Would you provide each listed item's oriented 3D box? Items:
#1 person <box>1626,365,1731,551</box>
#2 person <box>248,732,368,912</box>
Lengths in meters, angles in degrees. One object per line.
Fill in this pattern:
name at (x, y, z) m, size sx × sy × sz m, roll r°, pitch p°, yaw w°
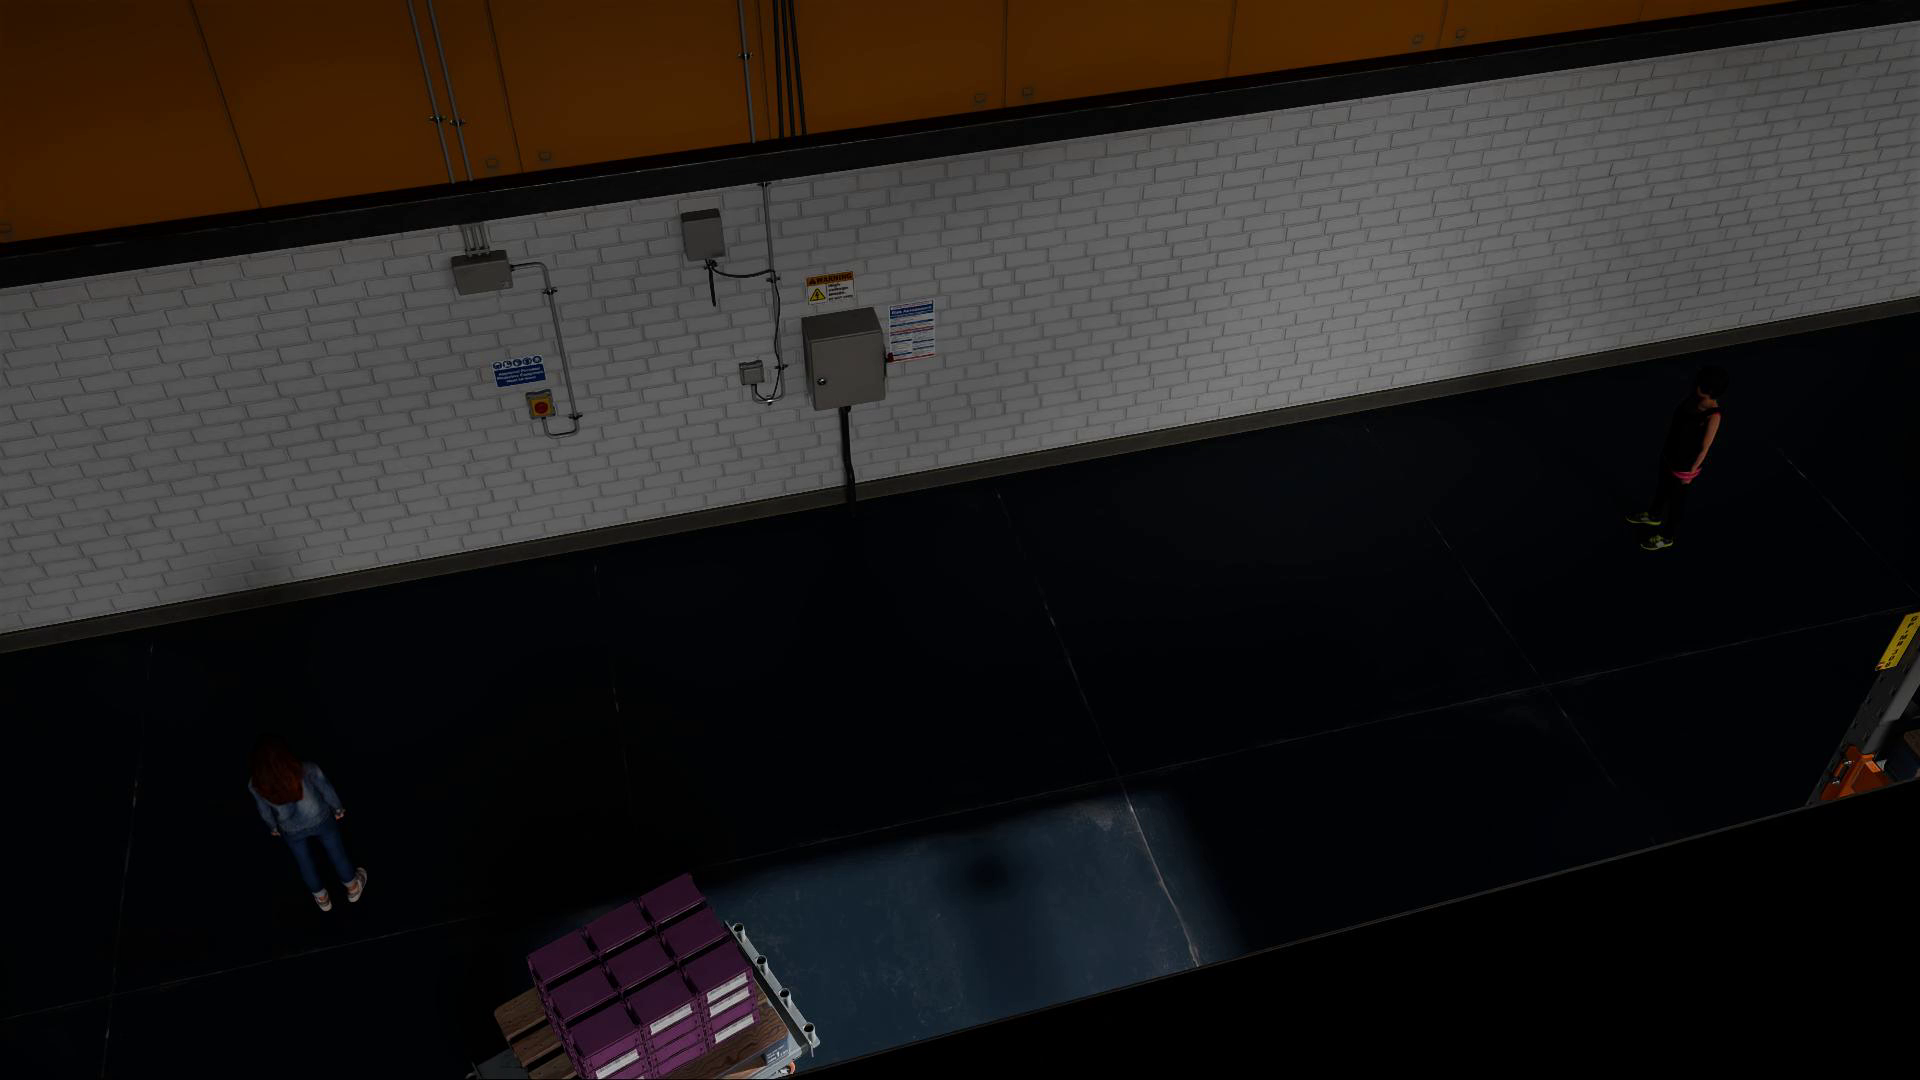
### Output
person at (5.056, -0.600, 11.593) m, size 0.652 × 1.551 × 0.521 m, roll 0°, pitch 44°, yaw 0°
person at (-3.689, 1.579, 9.359) m, size 0.571 × 1.477 × 0.504 m, roll -13°, pitch 45°, yaw -13°
